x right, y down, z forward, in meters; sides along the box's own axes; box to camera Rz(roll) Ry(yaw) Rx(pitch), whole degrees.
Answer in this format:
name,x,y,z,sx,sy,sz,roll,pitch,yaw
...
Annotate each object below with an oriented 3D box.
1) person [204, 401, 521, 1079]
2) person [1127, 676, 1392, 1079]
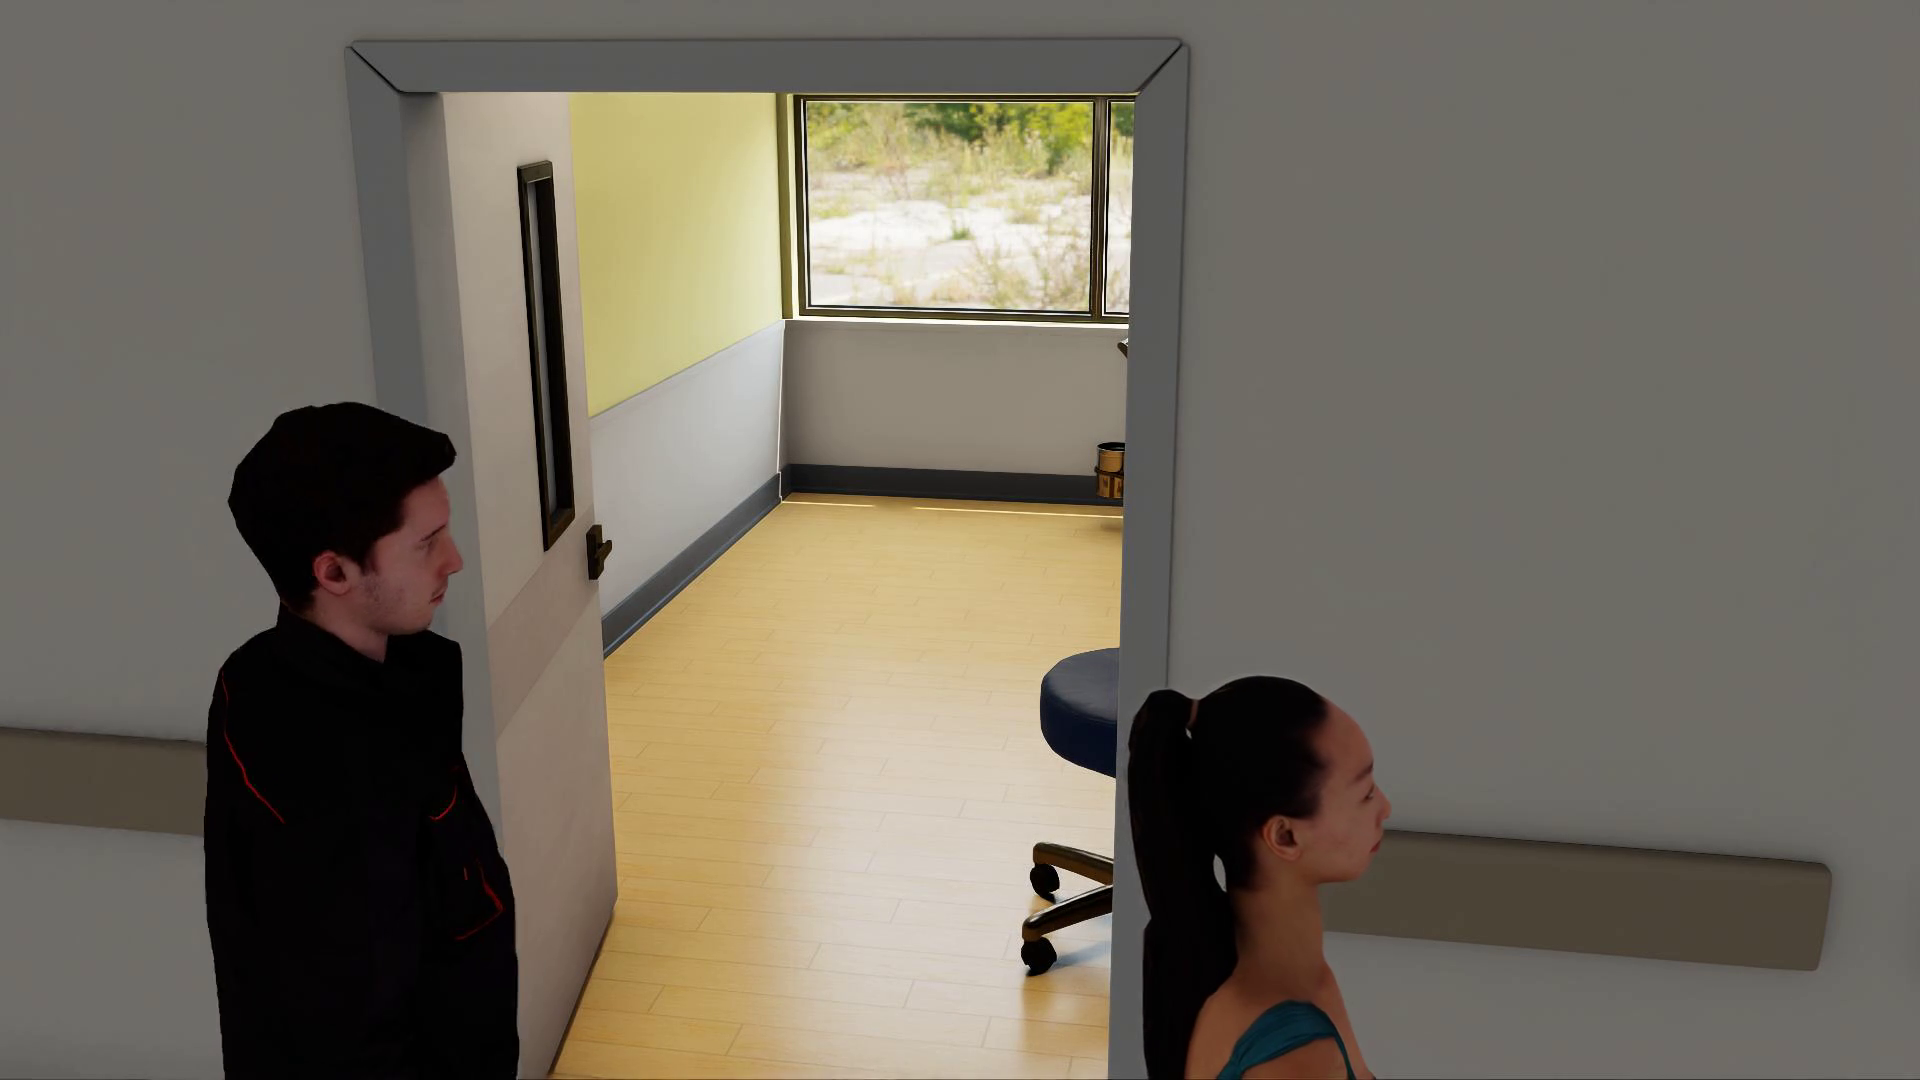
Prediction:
name,x,y,z,sx,sy,sz,roll,pitch,yaw
person,-0.785,0.791,2.012,1.251,1.894,1.157,-10,19,-33
person,0.325,0.946,1.842,0.568,1.687,0.595,-2,16,-6
